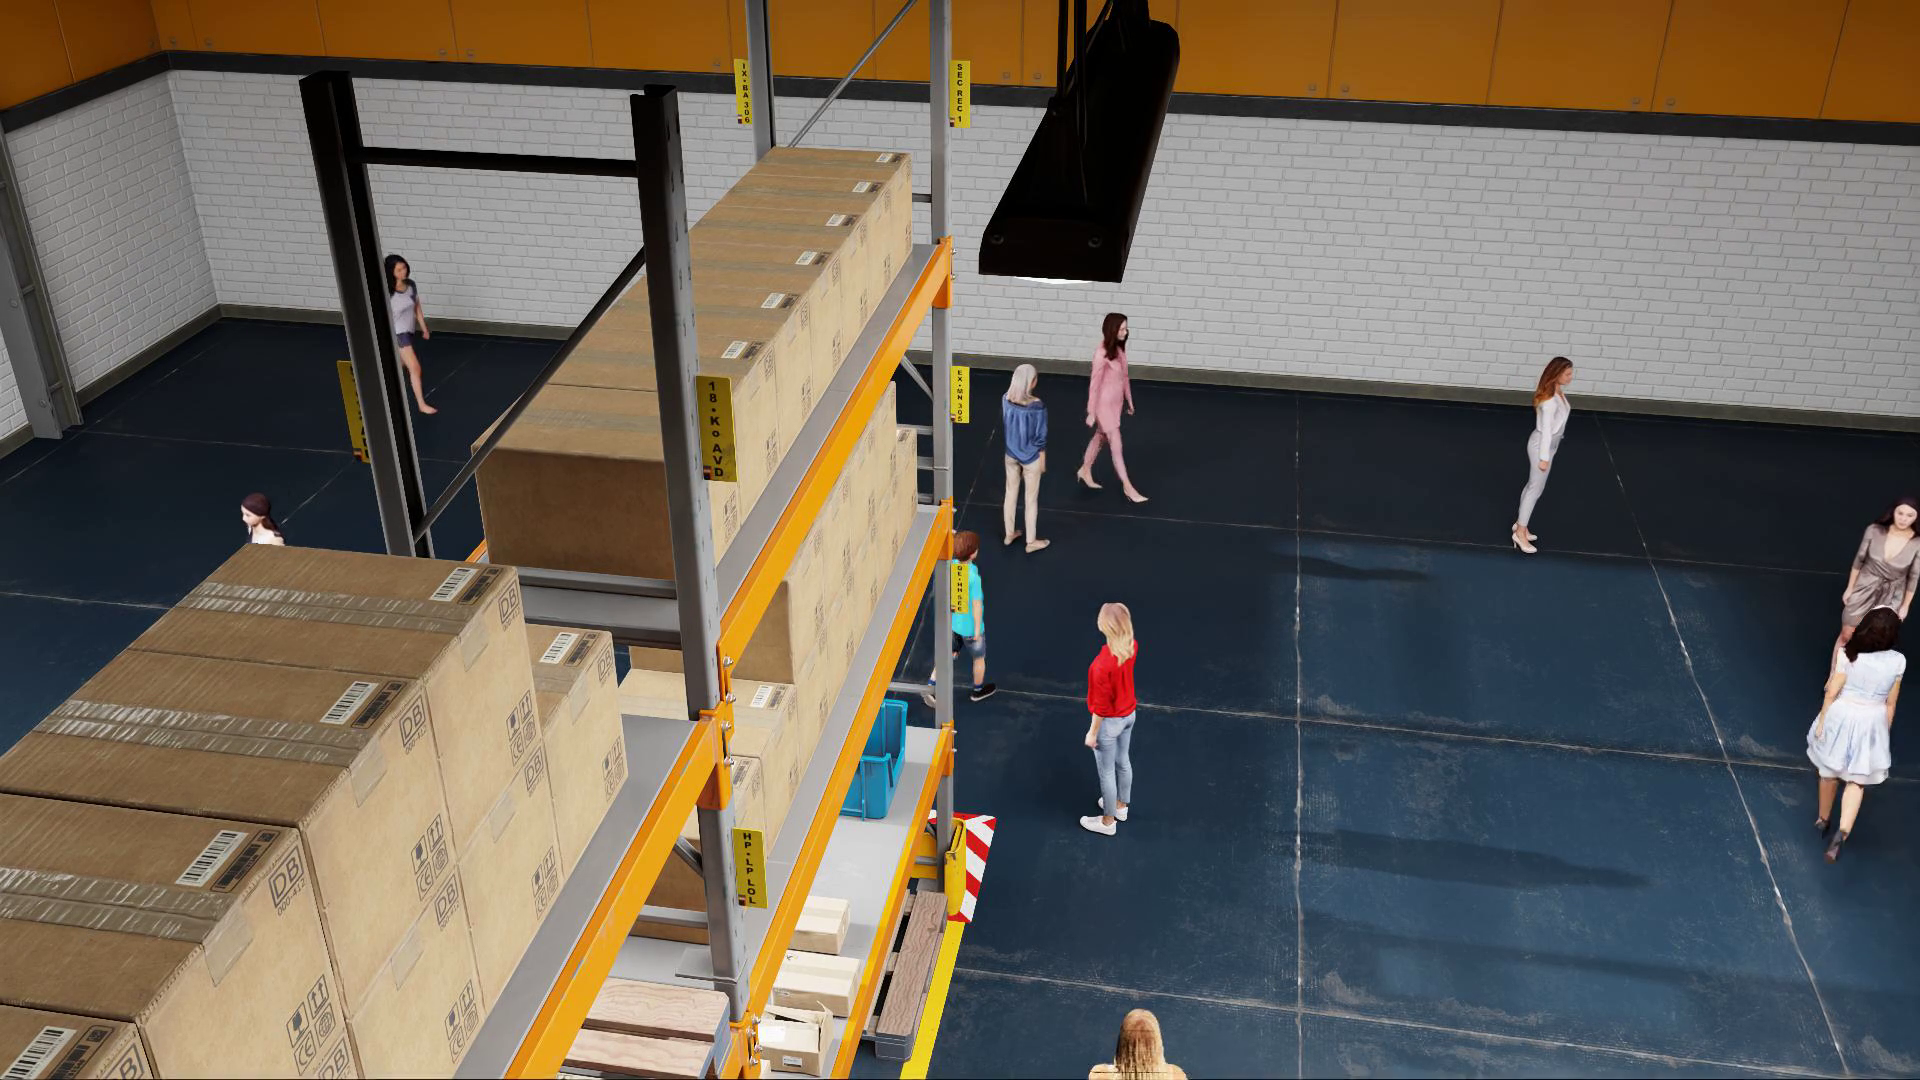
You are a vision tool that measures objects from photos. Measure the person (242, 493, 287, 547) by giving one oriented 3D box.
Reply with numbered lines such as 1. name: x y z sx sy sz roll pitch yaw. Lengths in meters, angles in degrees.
1. person: -4.992 0.360 12.301 0.747 1.639 0.839 22 36 34

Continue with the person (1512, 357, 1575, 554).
1. person: 4.965 -0.740 14.185 0.680 1.766 0.524 10 30 18

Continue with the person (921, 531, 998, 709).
1. person: -0.019 0.600 12.080 0.944 1.430 0.838 -23 36 -36

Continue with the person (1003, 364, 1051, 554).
1. person: 0.538 -0.708 14.199 0.708 1.697 0.725 22 35 34

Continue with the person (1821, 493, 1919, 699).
1. person: 6.652 0.425 12.070 0.659 1.746 0.661 20 35 33

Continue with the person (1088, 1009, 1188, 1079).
1. person: 0.773 2.893 7.498 0.689 1.792 0.752 0 29 0

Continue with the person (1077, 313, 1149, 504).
1. person: 1.271 -1.211 15.053 0.972 1.763 1.072 18 33 29

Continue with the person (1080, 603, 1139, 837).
1. person: 0.989 1.156 10.774 0.745 1.705 0.600 19 34 31

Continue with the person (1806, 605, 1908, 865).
1. person: 5.629 1.272 10.466 0.807 1.797 1.077 12 31 21

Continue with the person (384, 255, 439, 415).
1. person: -5.670 -2.087 16.770 0.820 1.657 1.034 8 30 15
